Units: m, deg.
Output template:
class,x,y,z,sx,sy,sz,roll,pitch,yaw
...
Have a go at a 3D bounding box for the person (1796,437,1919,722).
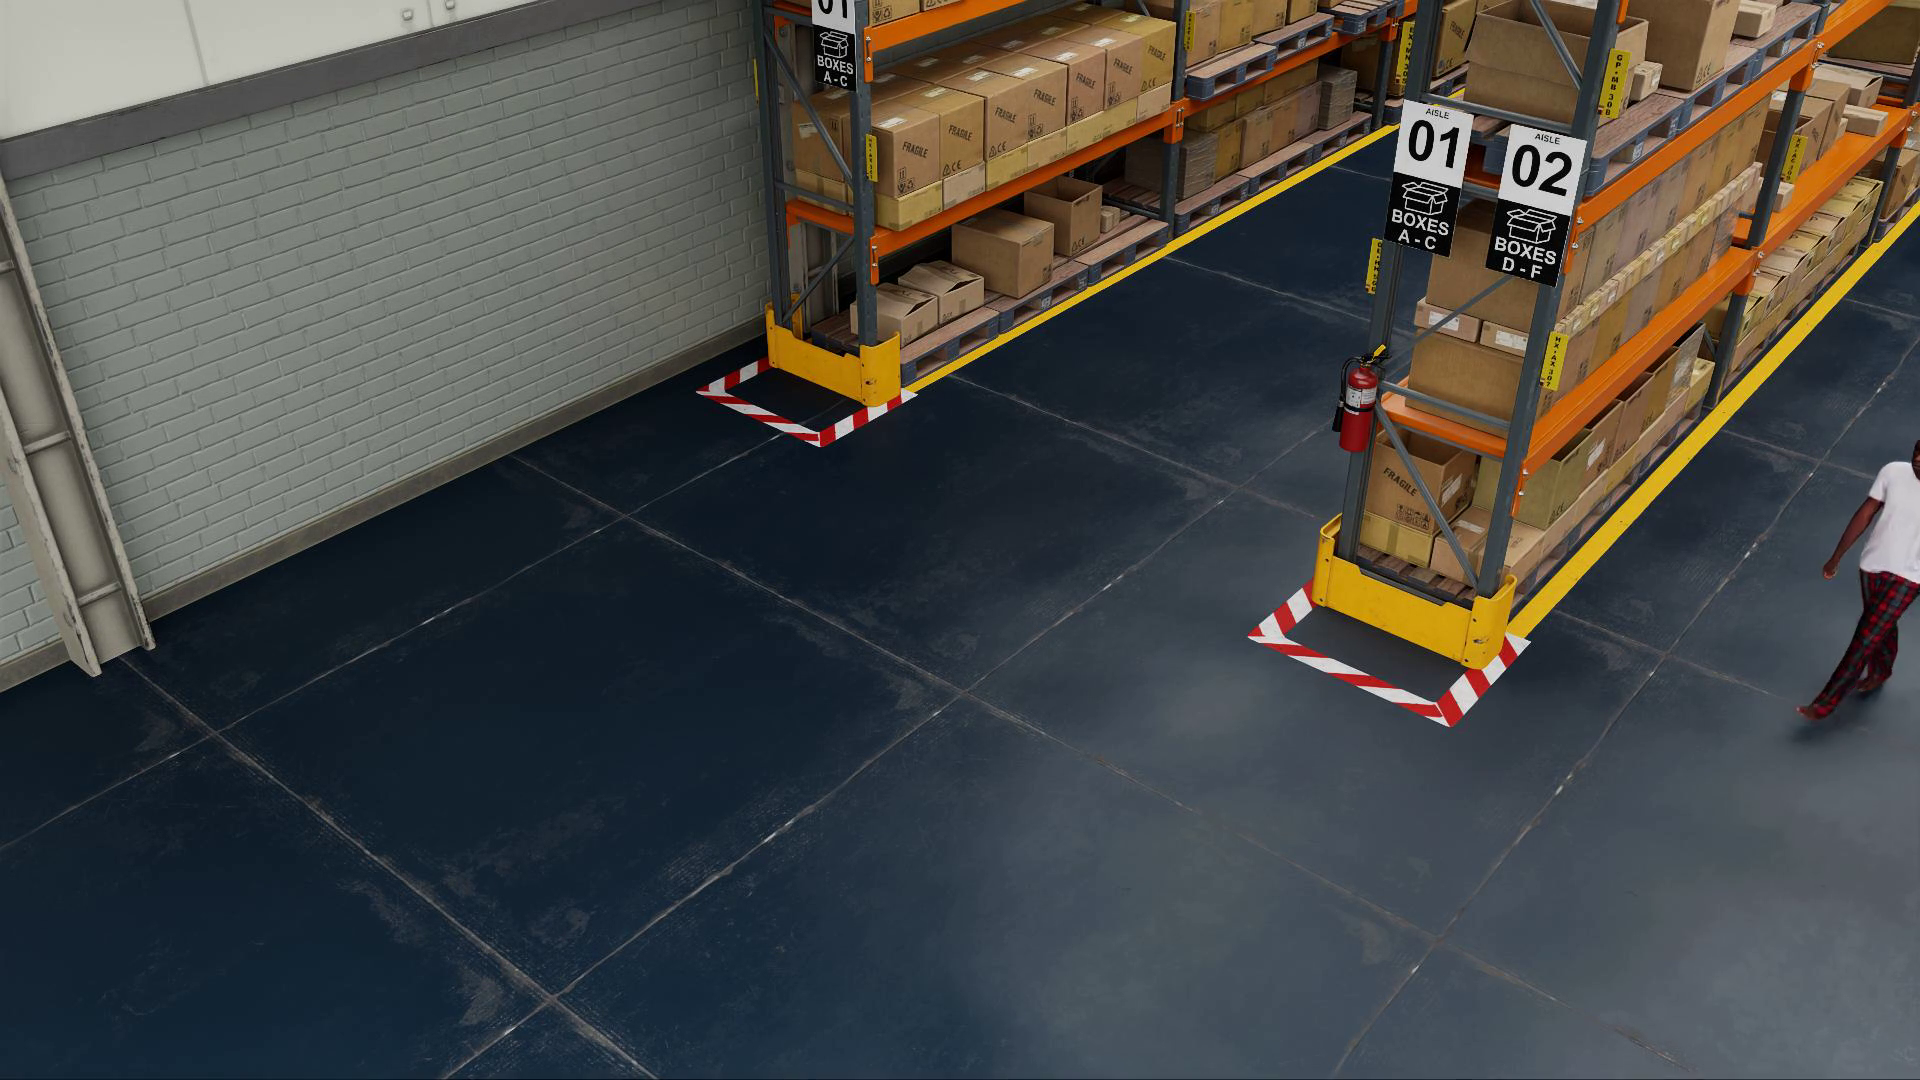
class,x,y,z,sx,sy,sz,roll,pitch,yaw
person,5.200,0.163,9.154,1.246,1.786,0.997,-15,36,-22
